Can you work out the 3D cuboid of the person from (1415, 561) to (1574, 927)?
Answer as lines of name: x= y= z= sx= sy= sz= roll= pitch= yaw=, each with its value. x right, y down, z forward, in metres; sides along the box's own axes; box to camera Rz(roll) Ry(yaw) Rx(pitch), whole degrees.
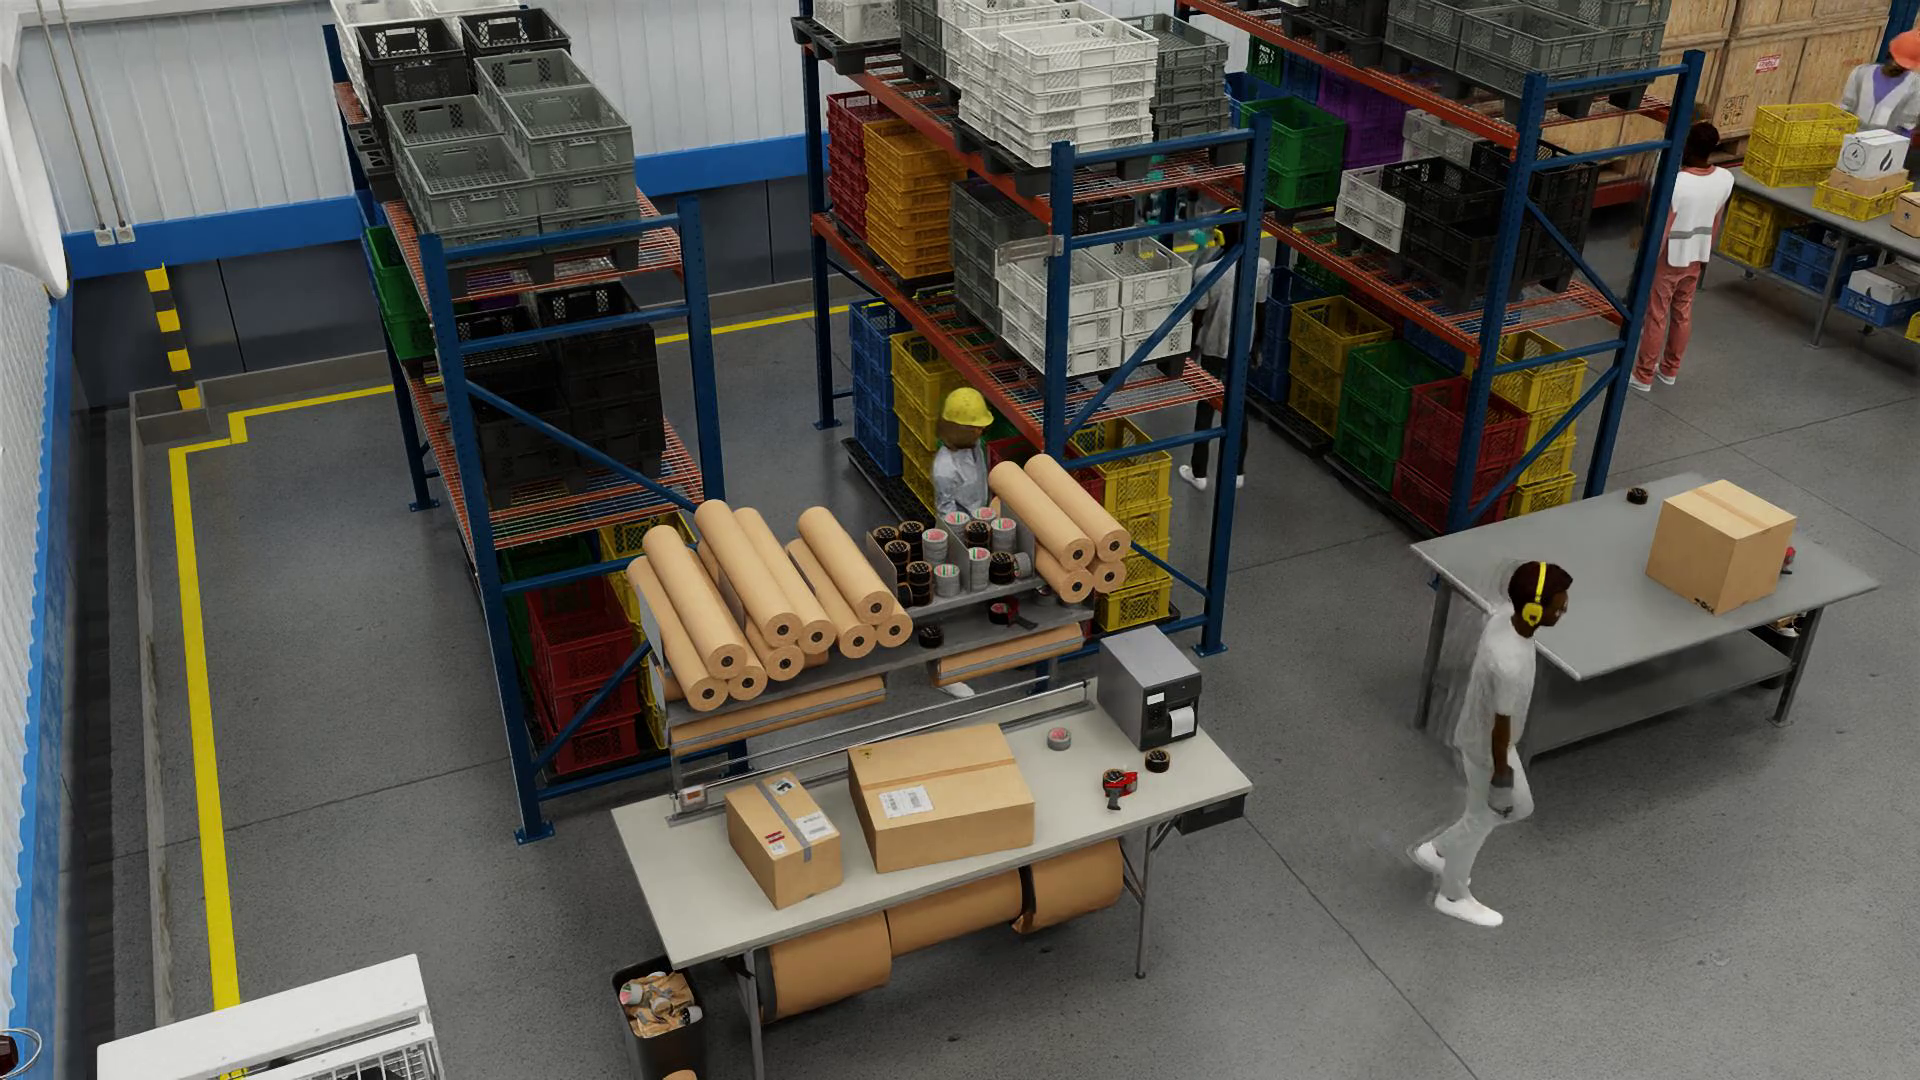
person: x=2.283 y=0.894 z=7.012 sx=0.396 sy=1.856 sz=0.518 roll=13 pitch=34 yaw=20

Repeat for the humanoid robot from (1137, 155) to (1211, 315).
humanoid robot: x=1.674 y=-2.497 z=12.651 sx=0.542 sy=1.807 sz=0.770 roll=23 pitch=39 yaw=33

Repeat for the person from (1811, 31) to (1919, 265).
person: x=7.281 y=-3.124 z=13.403 sx=0.648 sy=1.991 sz=0.439 roll=25 pitch=40 yaw=34

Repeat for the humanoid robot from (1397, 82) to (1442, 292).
humanoid robot: x=3.667 y=-2.721 z=13.020 sx=0.973 sy=1.769 sz=0.555 roll=-5 pitch=32 yaw=-8

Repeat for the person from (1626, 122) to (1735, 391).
person: x=4.984 y=-1.950 z=11.565 sx=0.588 sy=1.920 sz=0.393 roll=-13 pitch=34 yaw=-20

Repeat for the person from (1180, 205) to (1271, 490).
person: x=1.652 y=-1.177 z=10.369 sx=0.502 sy=1.857 sz=0.320 roll=-5 pitch=32 yaw=-8

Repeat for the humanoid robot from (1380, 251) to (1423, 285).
humanoid robot: x=3.293 y=-2.130 z=12.148 sx=0.601 sy=1.636 sz=0.793 roll=-12 pitch=34 yaw=-18

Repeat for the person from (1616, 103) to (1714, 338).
person: x=5.215 y=-2.325 z=12.264 sx=0.413 sy=1.826 sz=0.500 roll=18 pitch=36 yaw=27

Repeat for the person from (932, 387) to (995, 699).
person: x=0.022 y=0.002 z=8.558 sx=0.314 sy=1.742 sz=0.491 roll=10 pitch=33 yaw=16
